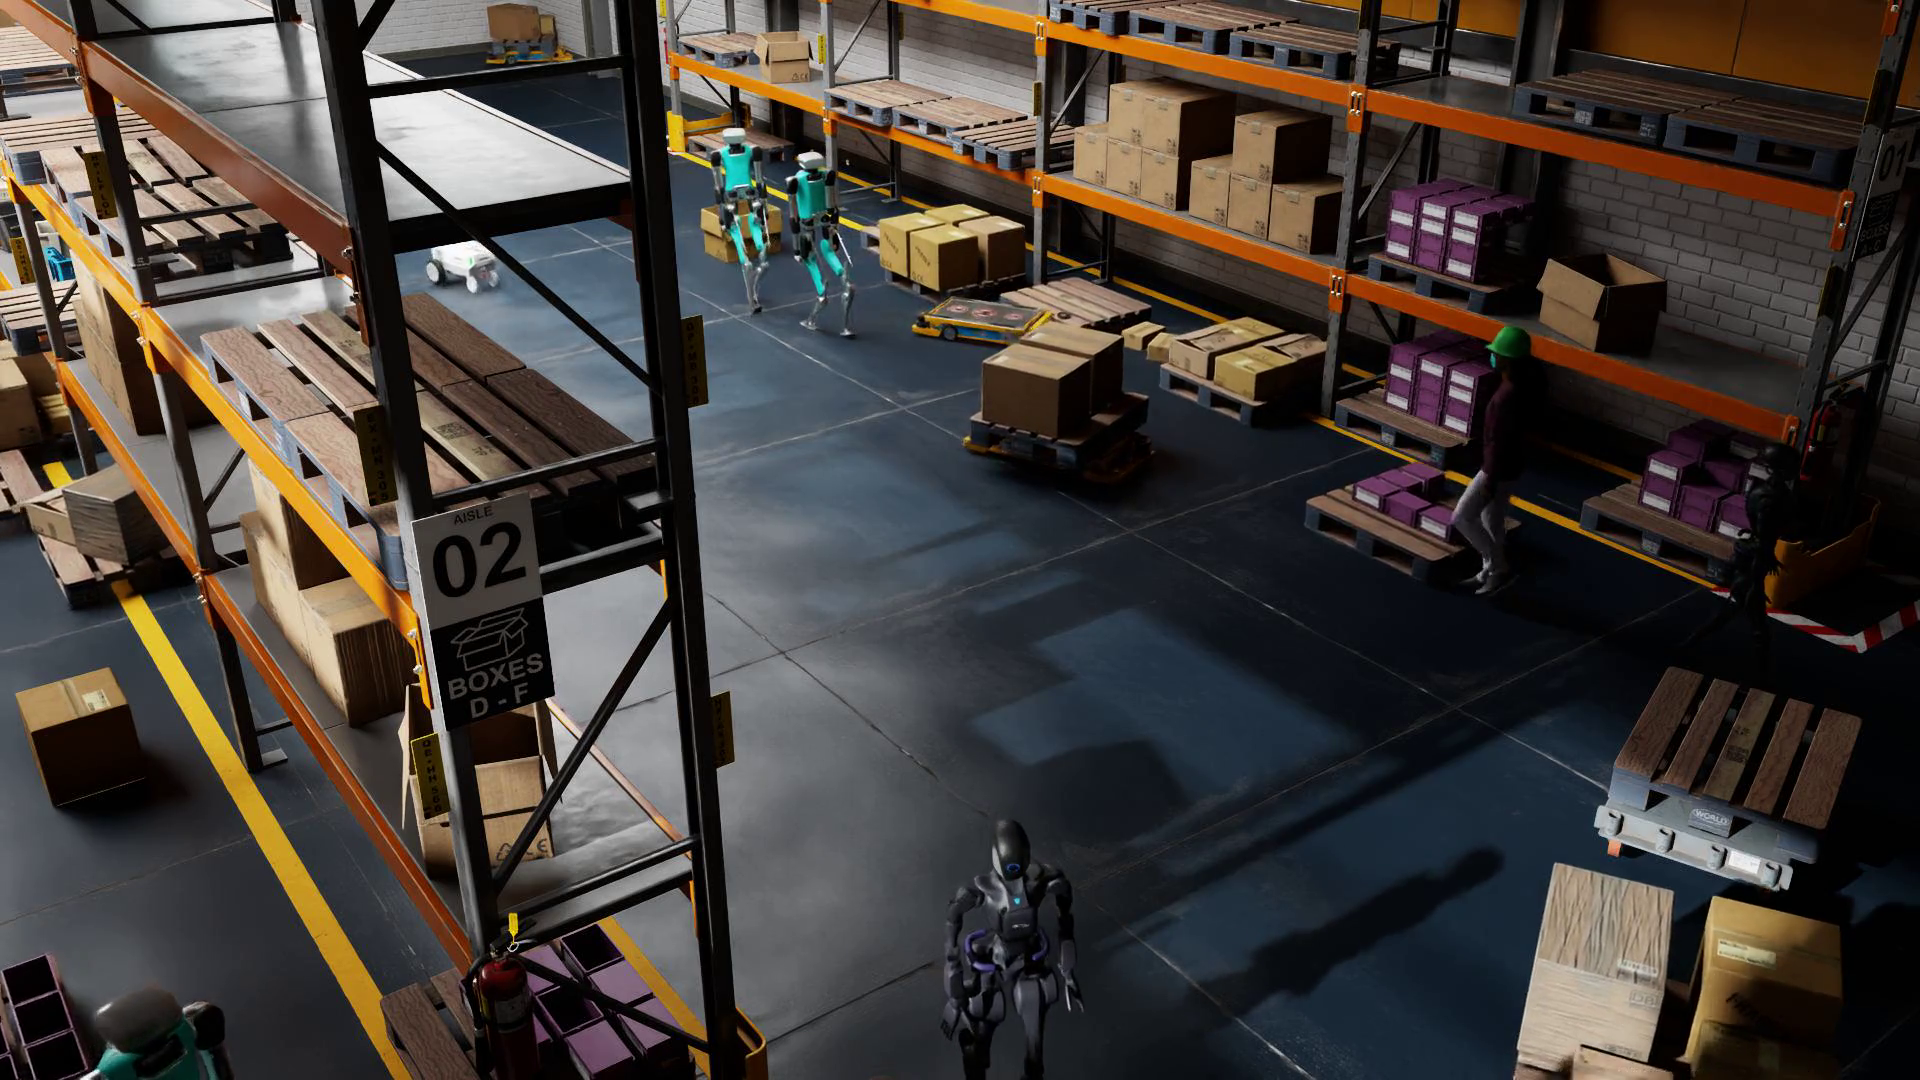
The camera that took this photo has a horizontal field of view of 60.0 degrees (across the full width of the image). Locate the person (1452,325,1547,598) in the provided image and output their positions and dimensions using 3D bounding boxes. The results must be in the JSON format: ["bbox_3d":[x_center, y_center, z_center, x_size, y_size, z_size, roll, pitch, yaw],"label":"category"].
[{"bbox_3d":[3.586,-0.492,11.105,0.466,1.938,0.518,16,31,29],"label":"person"}]

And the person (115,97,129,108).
[{"bbox_3d":[-10.668,-5.406,20.822,0.613,1.994,0.378,4,27,9],"label":"person"}]

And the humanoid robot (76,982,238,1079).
[{"bbox_3d":[-2.473,2.348,5.683,0.747,1.780,0.531,15,31,28],"label":"humanoid robot"}]

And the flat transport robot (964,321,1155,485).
[{"bbox_3d":[0.807,-0.783,13.545,1.431,0.231,0.659,16,31,29],"label":"flat transport robot"}]

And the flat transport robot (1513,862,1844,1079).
[{"bbox_3d":[2.970,2.473,7.068,0.659,0.231,1.431,11,29,21],"label":"flat transport robot"}]

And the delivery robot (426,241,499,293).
[{"bbox_3d":[-5.242,-2.955,17.536,0.773,0.586,0.499,19,33,33],"label":"delivery robot"}]

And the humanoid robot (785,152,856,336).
[{"bbox_3d":[-1.259,-2.756,15.859,0.550,1.780,0.879,-19,32,-33],"label":"humanoid robot"}]

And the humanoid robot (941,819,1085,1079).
[{"bbox_3d":[0.194,1.776,6.912,0.609,1.637,0.652,-8,28,-15],"label":"humanoid robot"}]

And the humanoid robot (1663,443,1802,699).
[{"bbox_3d":[4.846,0.155,10.182,0.782,1.642,0.589,15,30,27],"label":"humanoid robot"}]

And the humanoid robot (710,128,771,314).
[{"bbox_3d":[-2.131,-3.126,16.661,0.550,1.860,0.842,-8,28,-16],"label":"humanoid robot"}]

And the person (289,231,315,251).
[{"bbox_3d":[-5.899,-2.184,14.680,0.337,1.748,0.562,19,32,33],"label":"person"}]

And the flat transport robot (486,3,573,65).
[{"bbox_3d":[-7.387,-8.363,28.622,1.431,0.231,0.659,-4,27,-8],"label":"flat transport robot"}]

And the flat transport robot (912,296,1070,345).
[{"bbox_3d":[0.313,-2.097,16.158,1.431,0.231,0.659,11,29,20],"label":"flat transport robot"}]
